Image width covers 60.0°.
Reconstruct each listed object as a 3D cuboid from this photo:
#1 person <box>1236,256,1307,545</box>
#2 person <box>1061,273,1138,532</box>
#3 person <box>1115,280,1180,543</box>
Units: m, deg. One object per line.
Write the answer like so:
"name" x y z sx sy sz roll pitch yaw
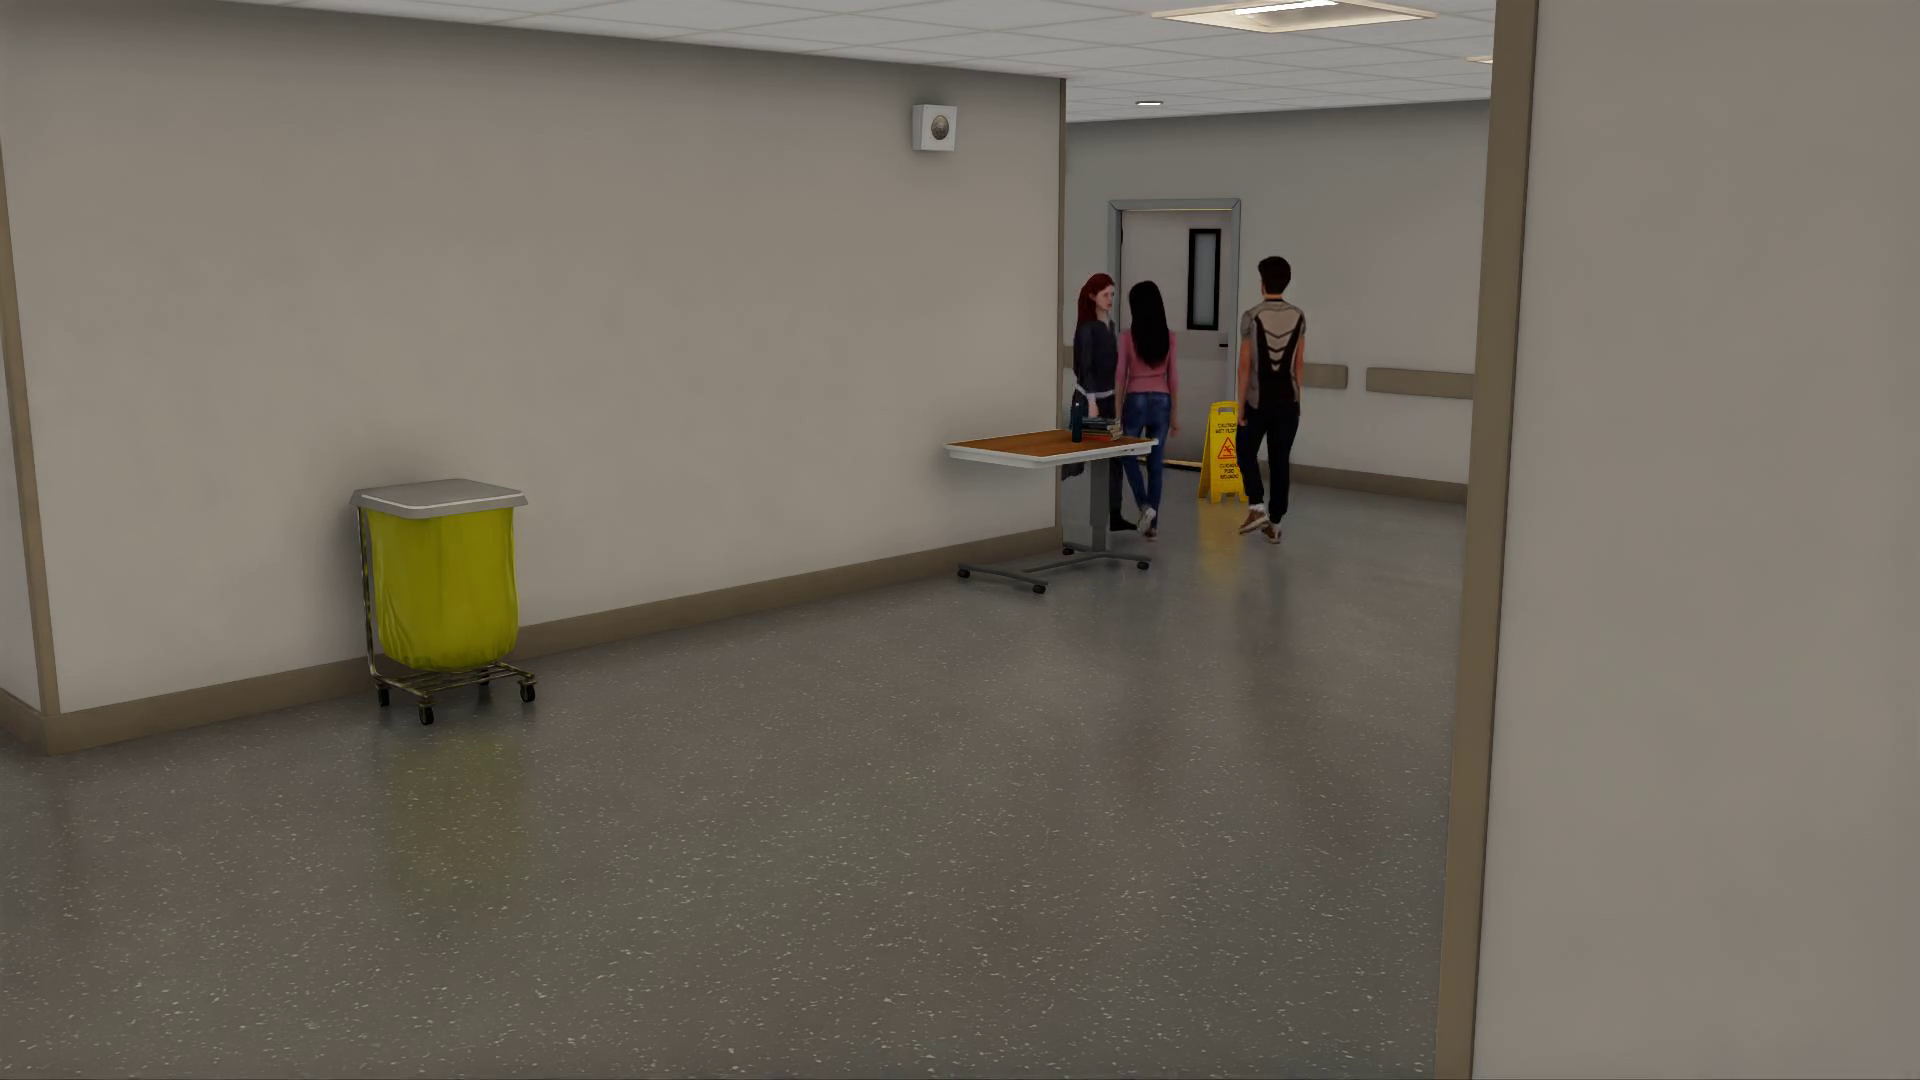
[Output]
"person" 2.073 -0.898 10.904 0.793 1.884 0.844 -2 11 -9
"person" 0.852 -0.914 11.323 1.047 1.758 0.699 7 13 32
"person" 1.237 -0.834 10.974 0.791 1.732 0.854 -1 11 -3
